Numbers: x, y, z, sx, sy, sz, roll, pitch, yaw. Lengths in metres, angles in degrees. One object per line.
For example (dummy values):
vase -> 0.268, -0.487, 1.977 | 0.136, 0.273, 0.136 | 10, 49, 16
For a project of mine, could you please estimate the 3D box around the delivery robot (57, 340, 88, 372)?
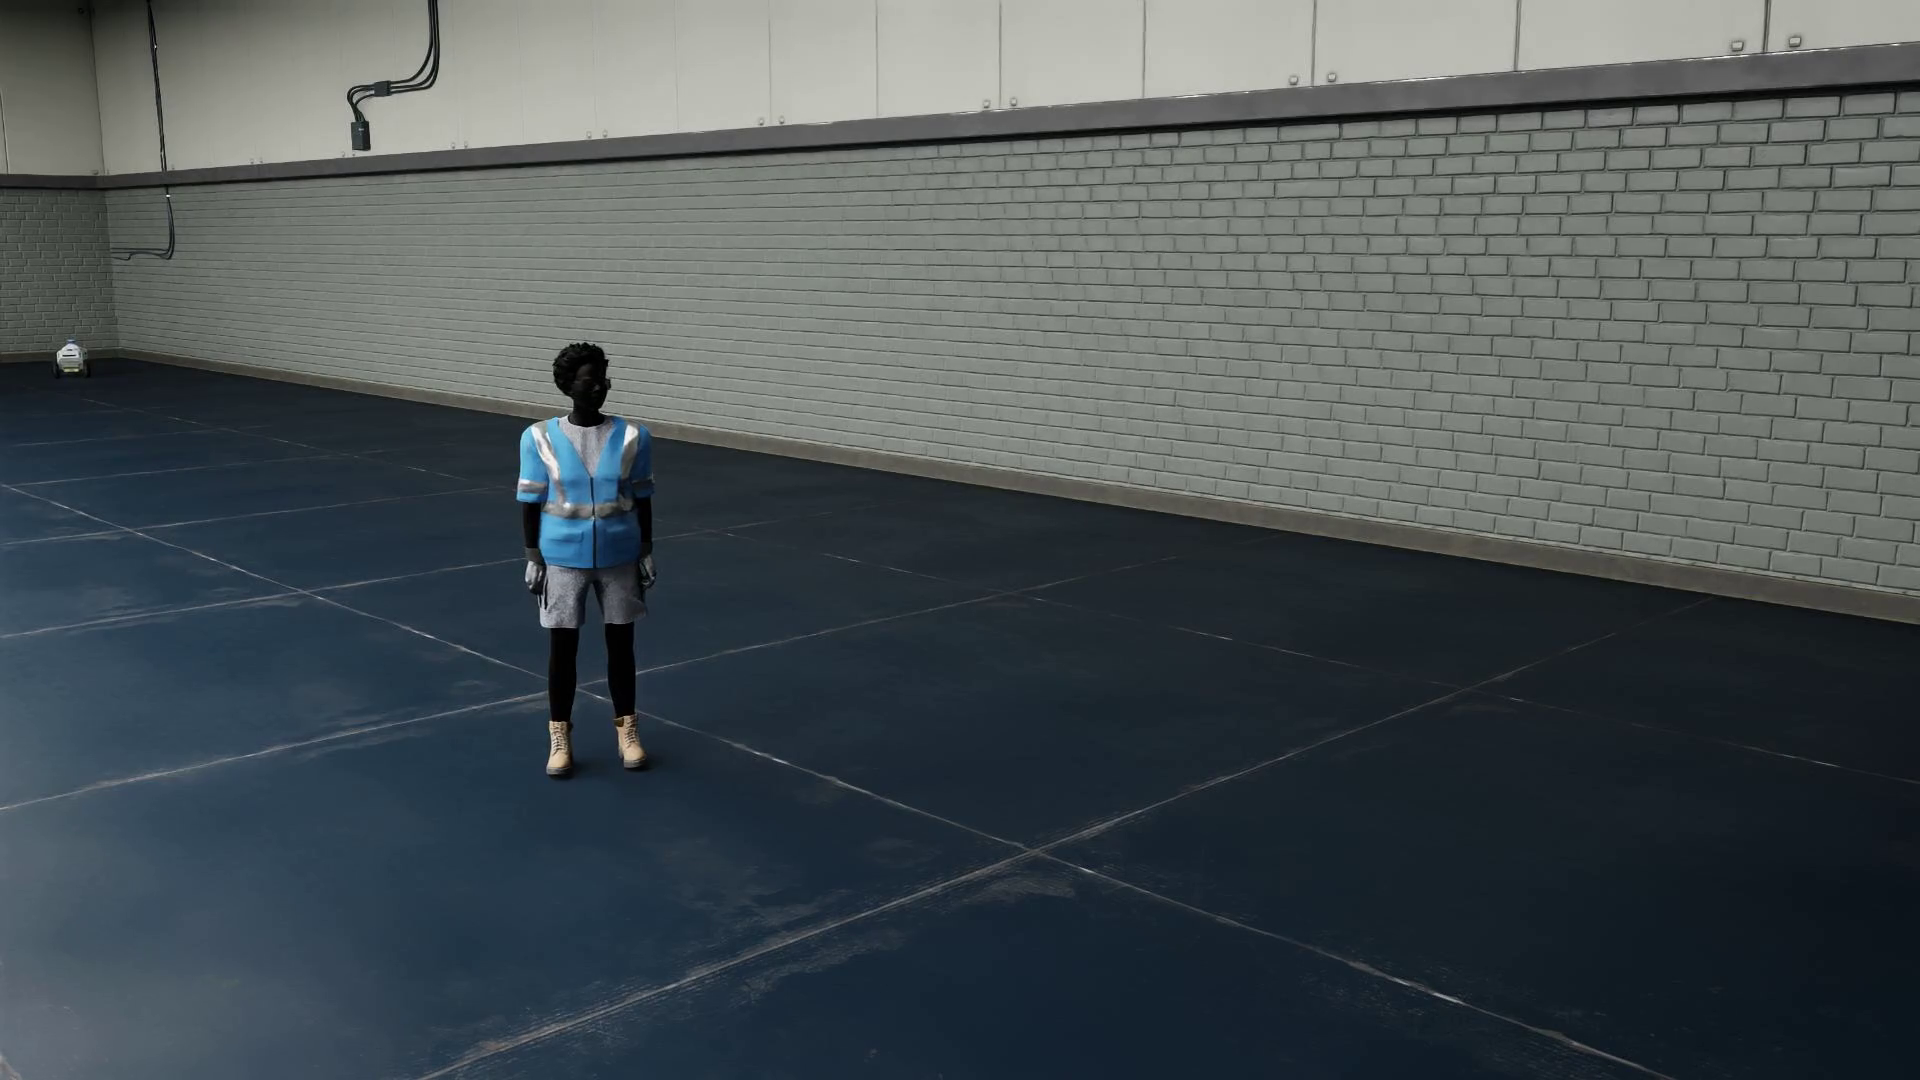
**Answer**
delivery robot -> -13.359, -2.767, 25.030 | 0.477, 0.478, 0.707 | -4, 11, -20

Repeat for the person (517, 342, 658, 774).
person -> -1.456, 0.074, 6.555 | 0.541, 1.699, 0.315 | -4, 11, -19
